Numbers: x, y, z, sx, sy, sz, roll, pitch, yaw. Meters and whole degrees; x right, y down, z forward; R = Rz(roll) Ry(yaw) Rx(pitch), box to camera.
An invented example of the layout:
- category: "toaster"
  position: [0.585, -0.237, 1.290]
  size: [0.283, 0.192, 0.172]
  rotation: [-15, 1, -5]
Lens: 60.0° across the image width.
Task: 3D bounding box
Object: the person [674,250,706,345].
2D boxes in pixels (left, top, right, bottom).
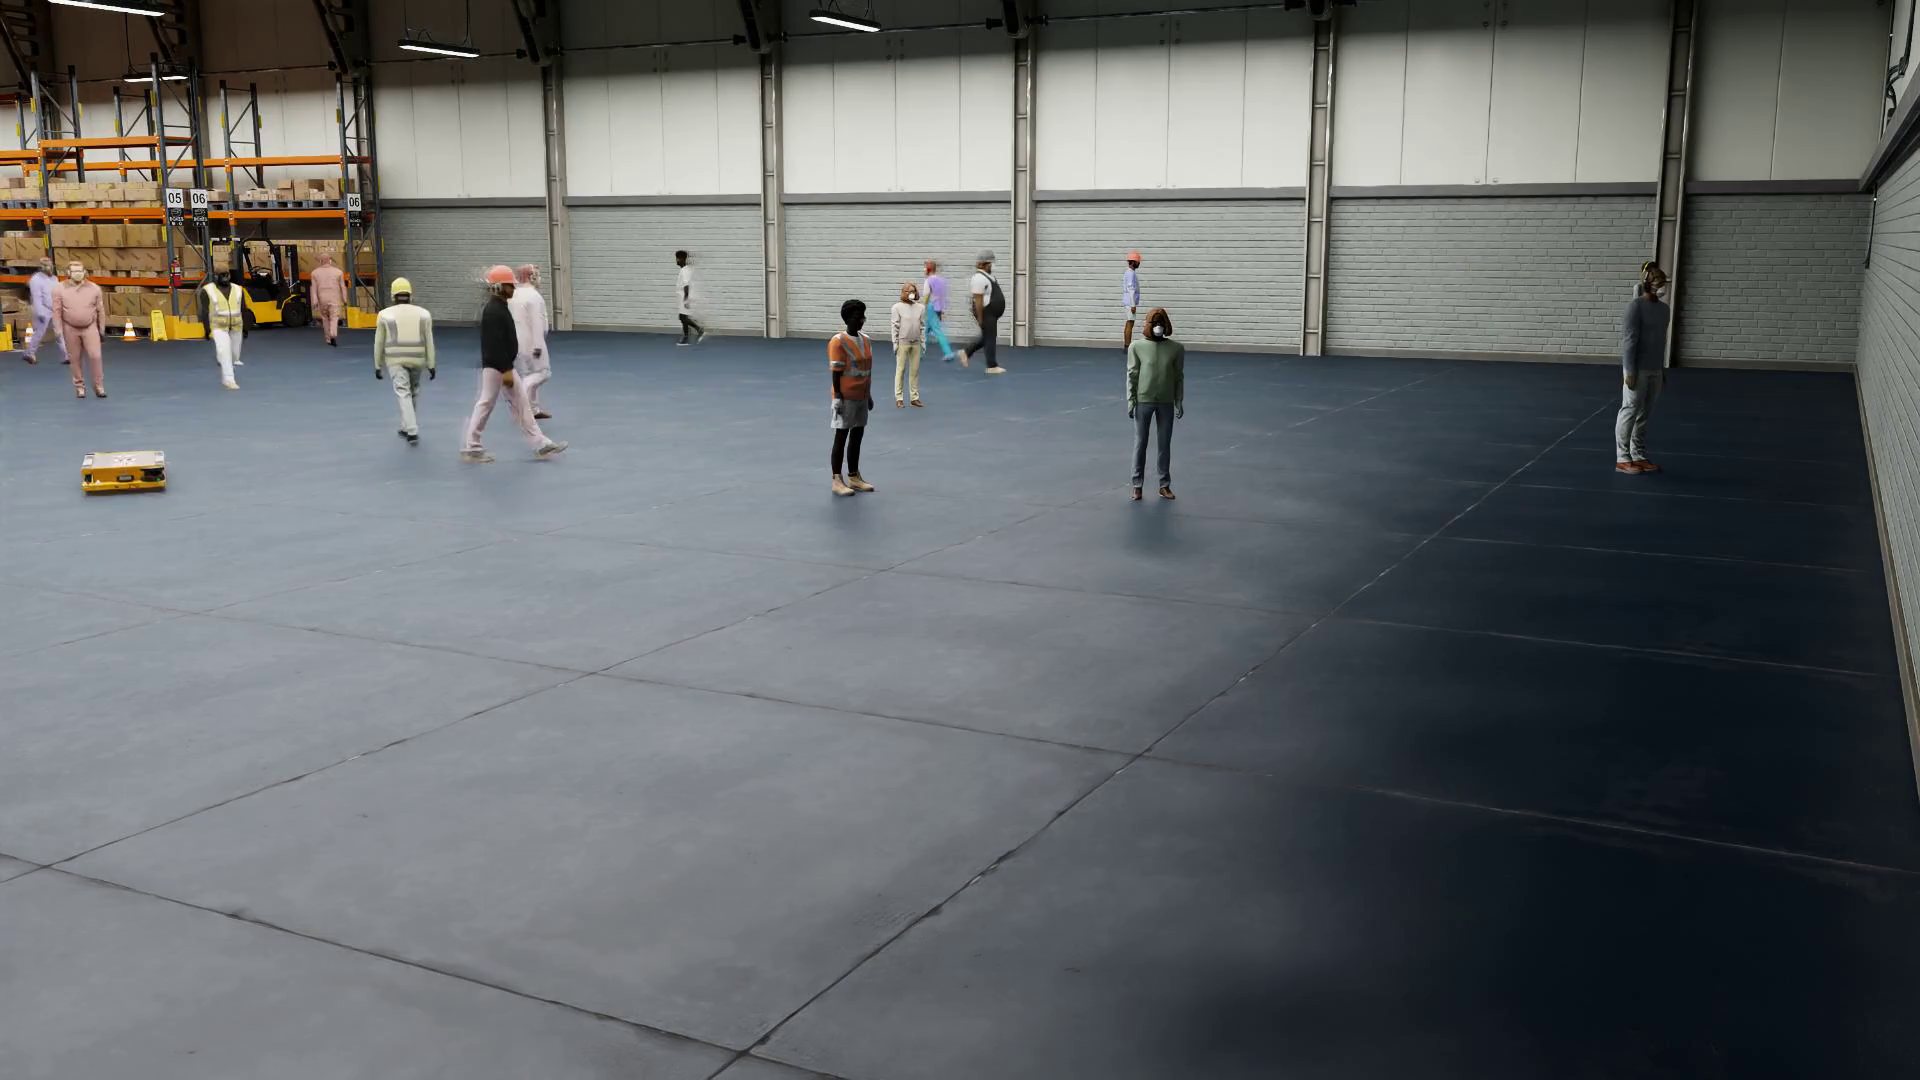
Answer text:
- category: "person"
  position: [-5.546, -4.936, 33.897]
  size: [0.539, 1.949, 0.612]
  rotation: [-2, 11, -9]

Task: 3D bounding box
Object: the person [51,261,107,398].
- category: "person"
  position: [-12.066, -2.865, 22.813]
  size: [0.659, 1.873, 0.860]
  rotation: [-6, 12, -30]

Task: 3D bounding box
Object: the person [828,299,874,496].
- category: "person"
  position: [-0.934, -1.239, 14.434]
  size: [0.317, 1.697, 0.540]
  rotation: [6, 12, 32]

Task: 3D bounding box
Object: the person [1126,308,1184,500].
- category: "person"
  position: [1.664, -1.157, 14.163]
  size: [0.500, 1.633, 0.279]
  rotation: [-1, 10, -7]

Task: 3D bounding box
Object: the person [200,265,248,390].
- category: "person"
  position: [-10.767, -3.117, 24.363]
  size: [0.631, 1.819, 0.804]
  rotation: [-10, 14, -42]

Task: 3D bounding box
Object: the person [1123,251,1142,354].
- category: "person"
  position: [3.261, -4.480, 31.450]
  size: [0.351, 1.941, 0.545]
  rotation: [0, 10, 0]

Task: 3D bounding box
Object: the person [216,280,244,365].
- category: "person"
  position: [-12.670, -3.827, 28.709]
  size: [0.519, 1.640, 0.315]
  rotation: [1, 10, 7]

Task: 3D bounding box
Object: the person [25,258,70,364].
- category: "person"
  position: [-15.936, -3.984, 28.976]
  size: [0.981, 1.862, 0.658]
  rotation: [2, 11, 13]

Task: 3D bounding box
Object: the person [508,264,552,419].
- category: "person"
  position: [-5.242, -2.389, 20.173]
  size: [0.528, 1.895, 0.647]
  rotation: [-9, 13, -39]

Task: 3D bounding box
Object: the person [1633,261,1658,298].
- category: "person"
  position: [9.879, -3.080, 24.022]
  size: [0.535, 1.864, 0.309]
  rotation: [-8, 13, -38]

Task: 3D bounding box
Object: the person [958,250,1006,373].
- category: "person"
  position: [0.362, -3.744, 27.159]
  size: [0.763, 2.000, 0.689]
  rotation: [2, 11, 11]

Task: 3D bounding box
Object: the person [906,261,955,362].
- category: "person"
  position: [-0.504, -4.050, 29.508]
  size: [0.955, 1.799, 0.581]
  rotation: [4, 11, 20]

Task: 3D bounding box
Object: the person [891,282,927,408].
- category: "person"
  position: [-0.664, -2.545, 21.733]
  size: [0.499, 1.633, 0.286]
  rotation: [-6, 12, -30]

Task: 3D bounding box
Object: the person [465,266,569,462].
- category: "person"
  position: [-4.469, -1.729, 16.439]
  size: [1.040, 1.933, 0.643]
  rotation: [0, 10, -3]

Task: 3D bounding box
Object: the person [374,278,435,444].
- category: "person"
  position: [-6.021, -1.937, 18.014]
  size: [0.607, 1.788, 0.915]
  rotation: [-7, 13, -35]

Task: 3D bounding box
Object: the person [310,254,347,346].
- category: "person"
  position: [-12.847, -4.885, 33.856]
  size: [0.640, 1.870, 0.920]
  rotation: [-2, 11, -9]

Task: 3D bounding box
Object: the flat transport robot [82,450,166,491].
- category: "flat transport robot"
  position: [-7.562, -0.639, 15.057]
  size: [0.652, 0.197, 1.431]
  rotation: [-5, 12, -25]

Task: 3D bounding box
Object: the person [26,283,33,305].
- category: "person"
  position: [-24.753, -6.853, 44.459]
  size: [0.402, 1.918, 0.589]
  rotation: [1, 10, 6]

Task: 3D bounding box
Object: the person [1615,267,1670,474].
- category: "person"
  position: [6.475, -1.597, 15.728]
  size: [0.627, 1.940, 0.375]
  rotation: [-7, 13, -35]
